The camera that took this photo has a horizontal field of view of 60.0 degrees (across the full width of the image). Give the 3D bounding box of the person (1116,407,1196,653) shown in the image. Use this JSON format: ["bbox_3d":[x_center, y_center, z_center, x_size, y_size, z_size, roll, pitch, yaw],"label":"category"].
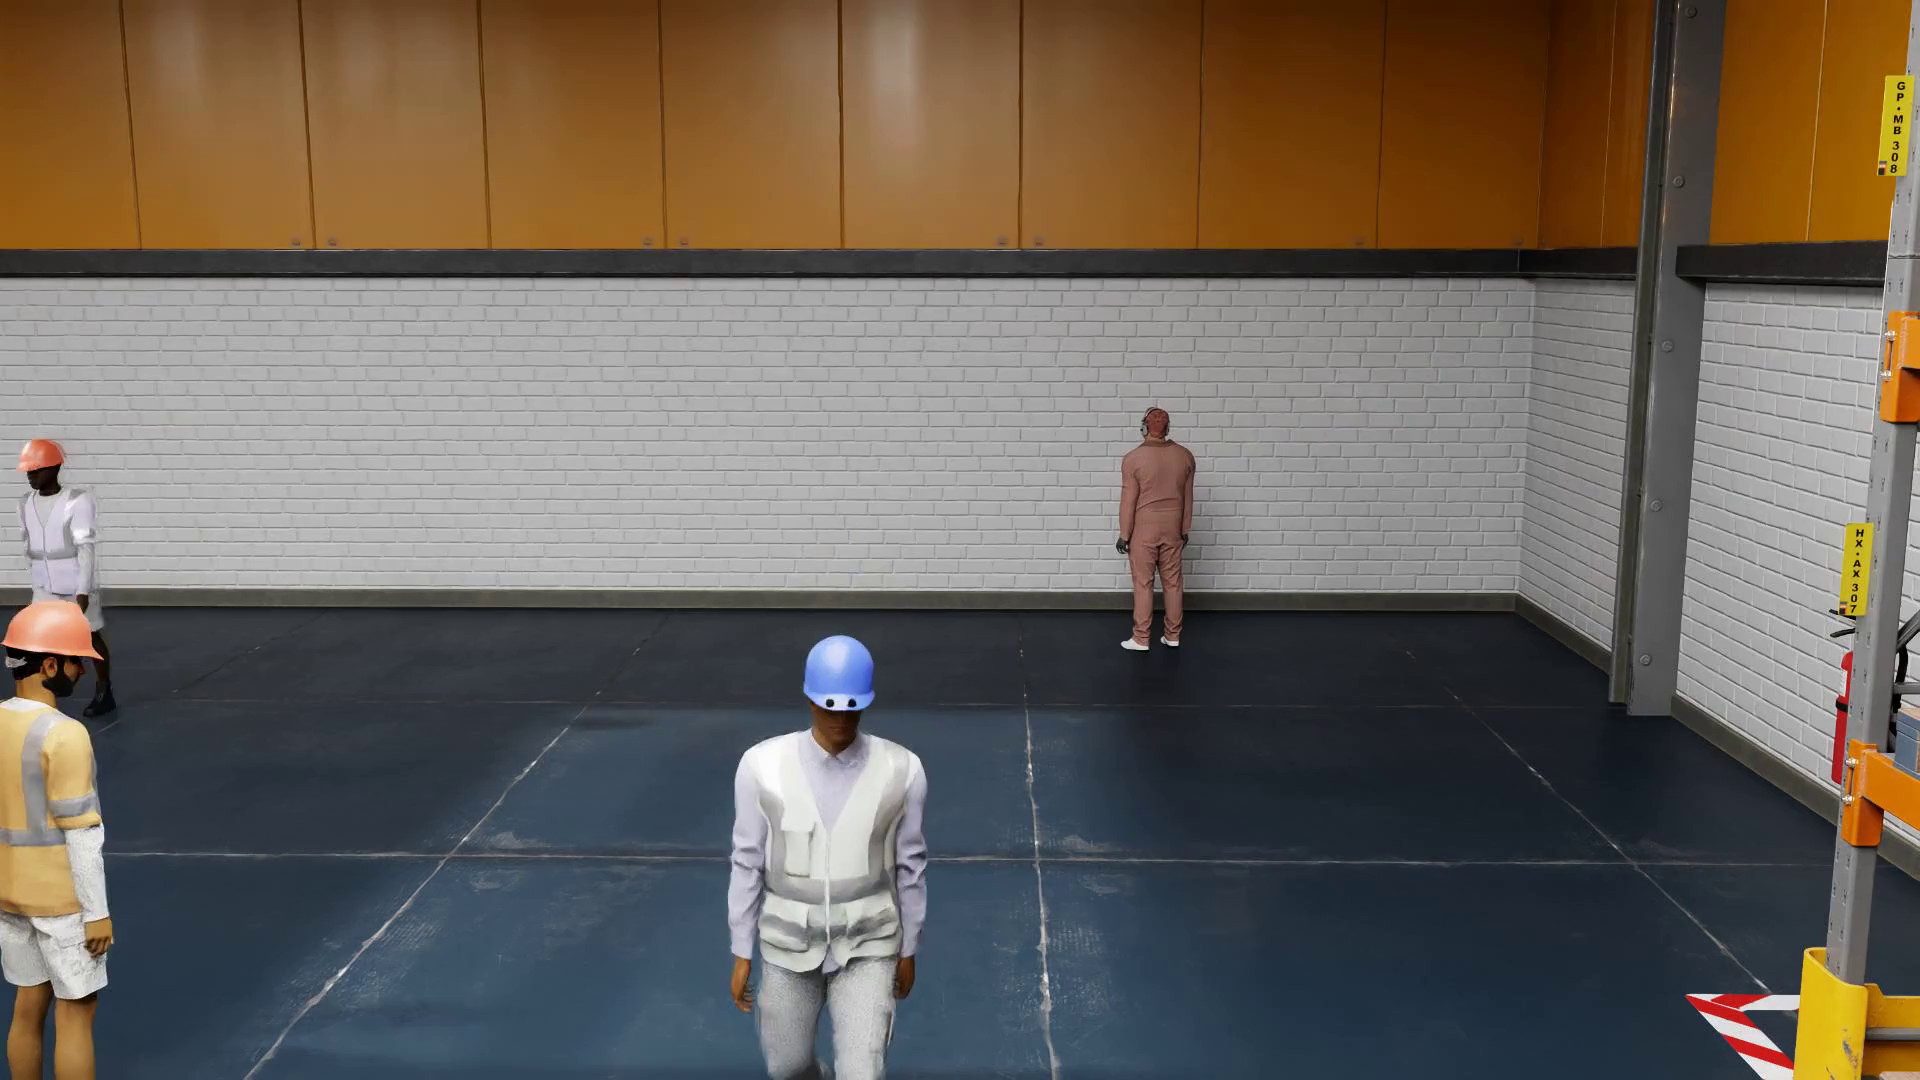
[{"bbox_3d":[1.502,-0.078,12.941,0.638,1.910,0.407,-4,10,-24],"label":"person"}]

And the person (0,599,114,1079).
[{"bbox_3d":[-2.987,1.152,5.517,0.547,1.925,0.391,5,11,29],"label":"person"}]

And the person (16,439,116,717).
[{"bbox_3d":[-5.855,0.292,10.771,0.567,1.883,0.985,1,10,5],"label":"person"}]

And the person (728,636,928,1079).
[{"bbox_3d":[-0.404,1.212,5.160,0.614,1.925,0.833,0,9,-2],"label":"person"}]
